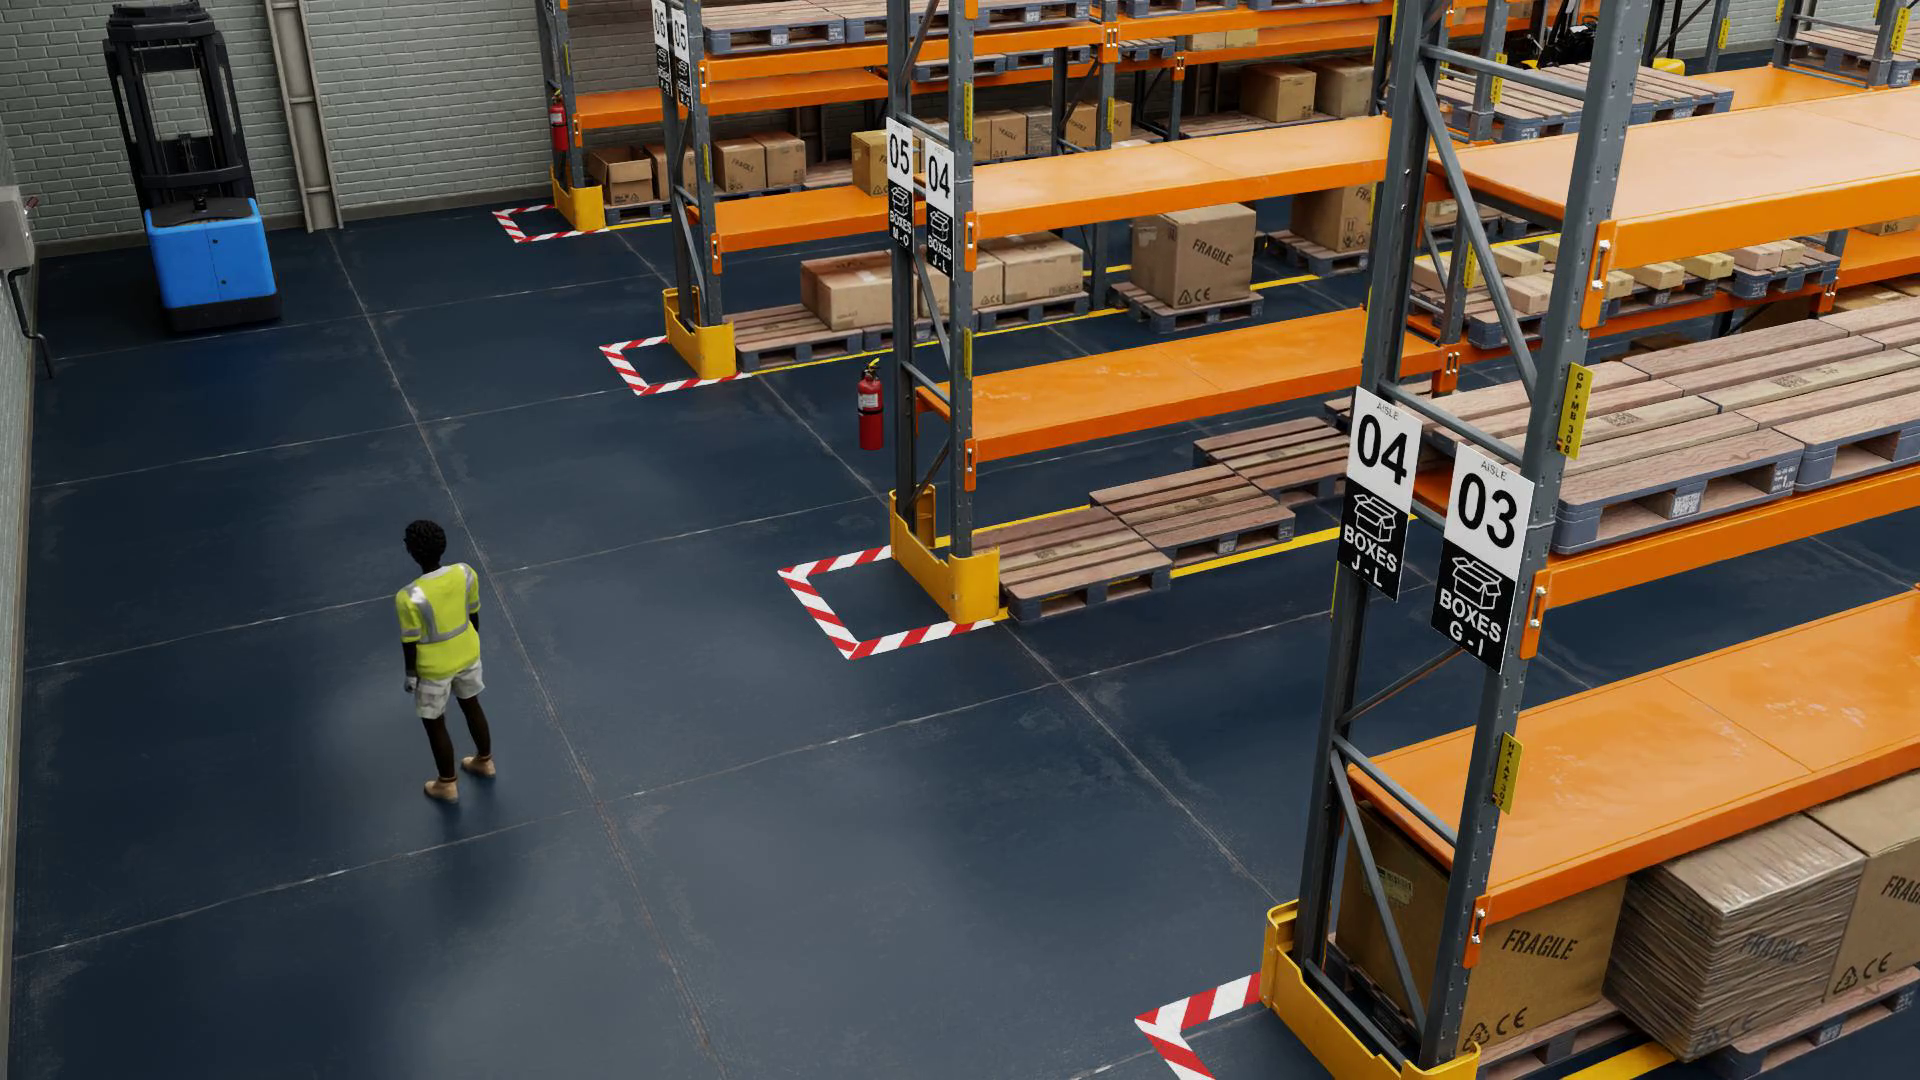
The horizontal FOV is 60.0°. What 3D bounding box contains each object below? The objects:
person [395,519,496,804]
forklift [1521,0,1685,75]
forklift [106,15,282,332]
[{"bbox_3d":[-2.867,0.667,9.285,0.320,1.683,0.538,17,32,29],"label":"person"},{"bbox_3d":[8.950,-6.807,23.056,1.214,2.155,2.313,-12,30,-22],"label":"forklift"},{"bbox_3d":[-7.548,-3.672,16.323,1.129,2.768,1.873,-12,30,-22],"label":"forklift"}]
